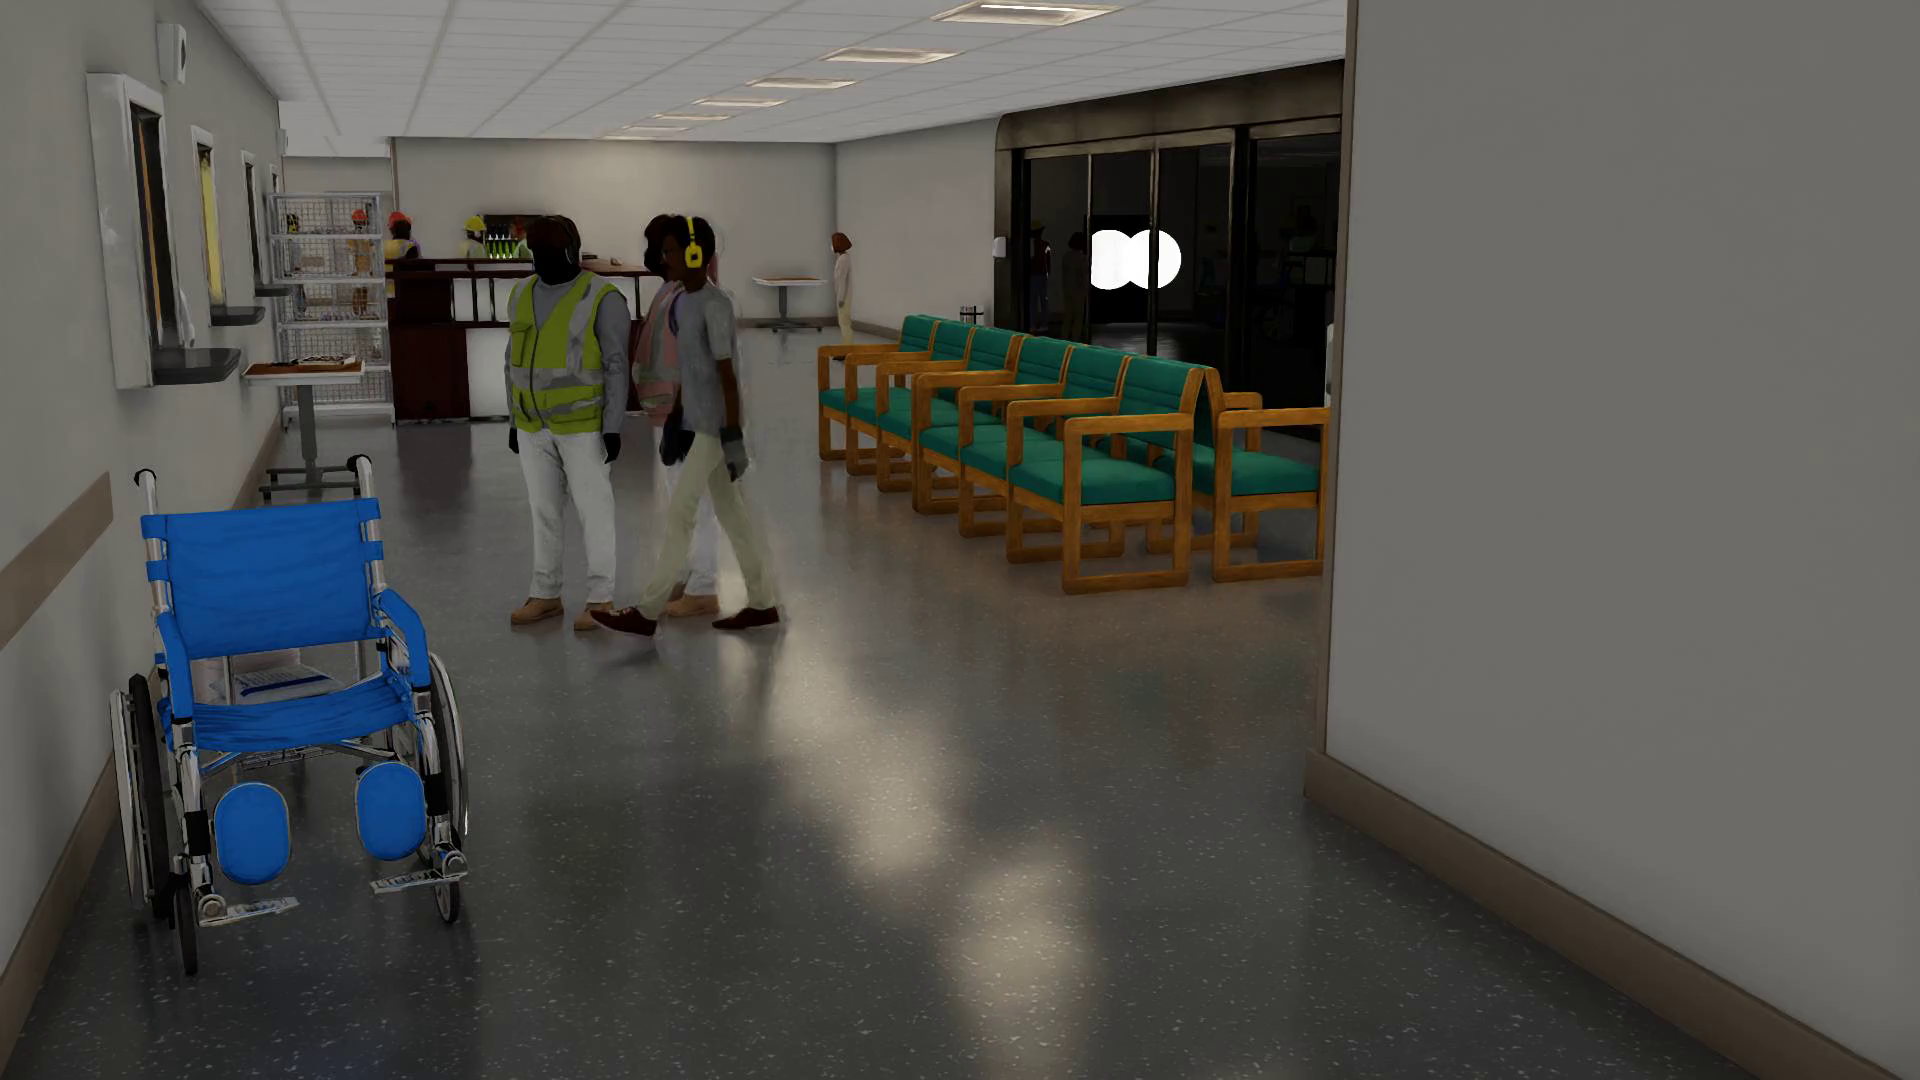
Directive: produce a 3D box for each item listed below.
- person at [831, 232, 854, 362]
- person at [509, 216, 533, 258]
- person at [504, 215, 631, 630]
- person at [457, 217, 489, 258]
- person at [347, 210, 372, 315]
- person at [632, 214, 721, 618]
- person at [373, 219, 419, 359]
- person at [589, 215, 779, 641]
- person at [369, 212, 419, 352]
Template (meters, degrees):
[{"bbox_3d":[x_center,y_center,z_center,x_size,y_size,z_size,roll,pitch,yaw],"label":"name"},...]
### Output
[{"bbox_3d":[-1.497,-3.093,21.200,0.286,1.627,0.504,0,11,1],"label":"person"},{"bbox_3d":[-5.356,-3.079,20.586,0.396,1.841,0.575,-2,11,-13],"label":"person"},{"bbox_3d":[-1.770,-0.514,7.416,0.621,1.838,0.429,4,12,22],"label":"person"},{"bbox_3d":[-6.307,-3.301,21.747,0.422,1.817,0.600,-8,14,-37],"label":"person"},{"bbox_3d":[-10.053,-4.574,27.982,0.365,1.935,0.552,2,11,10],"label":"person"},{"bbox_3d":[-1.284,-0.565,7.660,0.429,1.842,0.630,-3,12,-17],"label":"person"},{"bbox_3d":[-7.202,-3.216,21.396,0.646,1.798,0.977,5,12,26],"label":"person"},{"bbox_3d":[-1.202,-0.465,7.201,0.881,1.818,0.537,-3,11,-16],"label":"person"},{"bbox_3d":[-7.410,-3.431,22.279,0.986,1.887,0.548,-10,15,-40],"label":"person"}]
